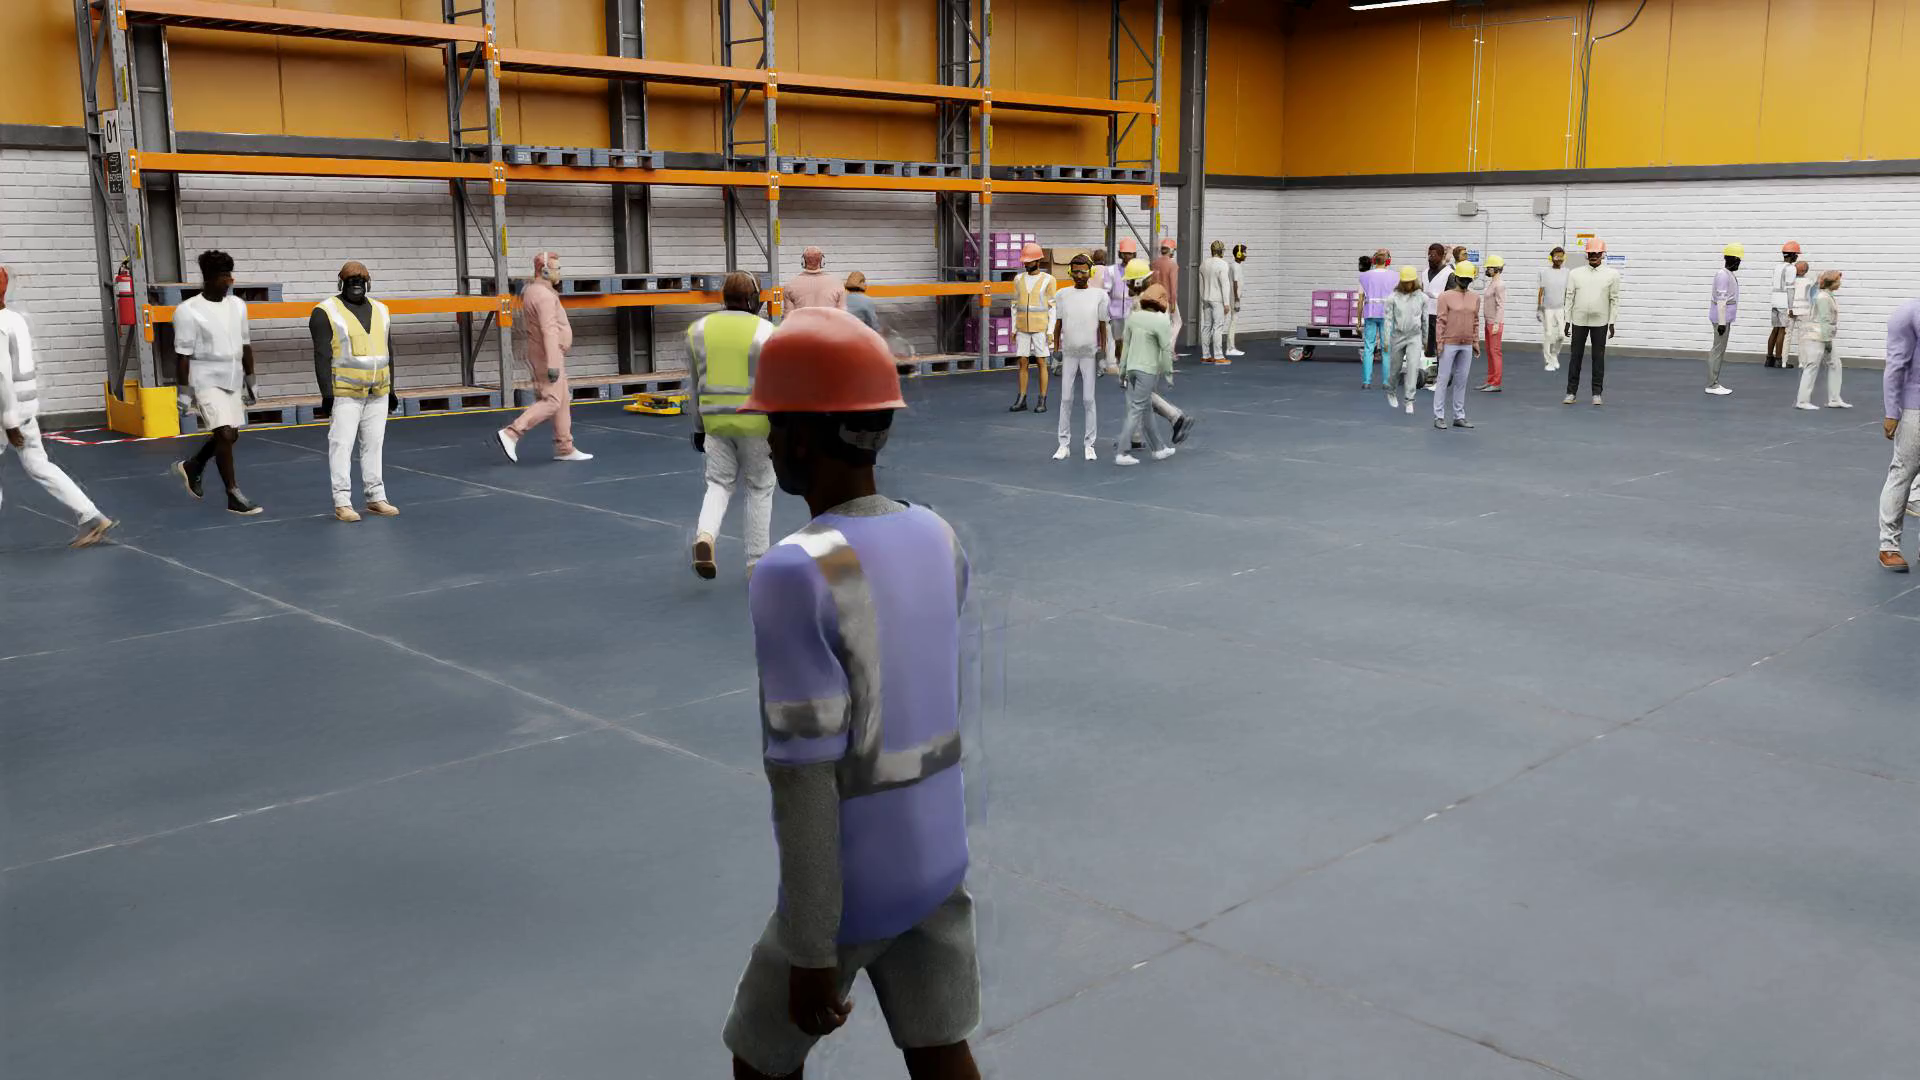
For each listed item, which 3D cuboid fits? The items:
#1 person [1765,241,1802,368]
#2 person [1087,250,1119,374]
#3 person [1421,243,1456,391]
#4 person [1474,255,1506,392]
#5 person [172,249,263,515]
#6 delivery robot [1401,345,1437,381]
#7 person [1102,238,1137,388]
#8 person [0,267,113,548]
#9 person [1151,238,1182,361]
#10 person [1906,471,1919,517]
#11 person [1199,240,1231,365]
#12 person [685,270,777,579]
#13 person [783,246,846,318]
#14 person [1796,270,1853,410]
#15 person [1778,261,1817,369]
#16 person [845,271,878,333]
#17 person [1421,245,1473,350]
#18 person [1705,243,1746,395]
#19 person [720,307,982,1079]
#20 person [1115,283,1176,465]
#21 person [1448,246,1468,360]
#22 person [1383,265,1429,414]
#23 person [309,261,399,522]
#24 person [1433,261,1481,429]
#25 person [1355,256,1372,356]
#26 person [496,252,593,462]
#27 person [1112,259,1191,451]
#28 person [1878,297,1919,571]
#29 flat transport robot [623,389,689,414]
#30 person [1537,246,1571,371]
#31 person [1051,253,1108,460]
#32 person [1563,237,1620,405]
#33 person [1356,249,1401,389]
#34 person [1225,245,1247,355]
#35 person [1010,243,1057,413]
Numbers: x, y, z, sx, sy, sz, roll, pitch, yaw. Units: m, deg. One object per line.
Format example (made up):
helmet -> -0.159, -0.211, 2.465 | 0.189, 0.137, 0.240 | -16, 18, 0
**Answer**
person -> 12.600, -3.582, 25.387 | 0.386, 1.929, 0.545 | 0, 10, 1
person -> 2.058, -3.302, 24.188 | 0.644, 1.805, 0.833 | 7, 12, 33
person -> 6.233, -2.916, 21.784 | 0.376, 1.915, 0.600 | -5, 11, -25
person -> 6.898, -2.802, 21.576 | 0.311, 1.768, 0.533 | 1, 10, 4
person -> -5.506, -1.154, 12.168 | 0.869, 1.928, 0.669 | 5, 11, 23
delivery robot -> 6.171, -2.361, 22.217 | 0.477, 0.478, 0.707 | -4, 11, -20
person -> 2.227, -3.063, 22.396 | 0.611, 2.000, 1.045 | 2, 11, 13
person -> -5.997, -0.822, 10.586 | 0.951, 1.846, 0.577 | -2, 11, -11
person -> 3.310, -3.838, 26.672 | 0.504, 1.964, 0.620 | -9, 14, -40
person -> 7.117, -1.104, 11.988 | 0.573, 1.887, 0.355 | -3, 11, -17
person -> 4.007, -3.720, 26.108 | 0.371, 1.941, 0.627 | -7, 12, -32
person -> -1.300, -0.644, 9.642 | 0.632, 1.826, 0.657 | 3, 11, 14
person -> -1.455, -1.989, 16.746 | 0.642, 1.913, 0.409 | -1, 10, -7
person -> 10.074, -2.293, 19.204 | 0.689, 1.613, 0.536 | 7, 13, 34
person -> 12.707, -3.413, 25.254 | 0.523, 1.638, 0.310 | 7, 12, 33
person -> -1.181, -2.340, 19.509 | 0.535, 1.595, 0.807 | 5, 11, 25
person -> 8.116, -4.022, 28.015 | 1.008, 1.848, 0.651 | 0, 10, -1
person -> 9.773, -2.819, 21.233 | 0.375, 1.921, 0.594 | 6, 12, 29
person -> -0.247, 0.552, 2.927 | 0.930, 1.891, 0.568 | 7, 12, 32
person -> 1.687, -1.470, 14.758 | 0.796, 1.585, 0.516 | -7, 12, -33
person -> 8.105, -3.864, 27.145 | 0.514, 1.846, 0.339 | -6, 12, -28
person -> 5.141, -2.332, 19.210 | 0.503, 1.696, 0.828 | 2, 11, 9
person -> -4.286, -1.060, 11.876 | 0.430, 1.841, 0.623 | 8, 13, 36
person -> 5.230, -2.041, 17.448 | 0.524, 1.759, 0.328 | -3, 11, -17
person -> 6.783, -3.910, 27.852 | 0.383, 1.683, 0.570 | 6, 12, 31
person -> -3.712, -1.606, 14.747 | 0.775, 1.880, 0.646 | -4, 11, -21
person -> 1.794, -1.719, 15.562 | 0.625, 1.803, 0.584 | 4, 11, 19
person -> 5.870, -0.767, 10.013 | 0.630, 1.936, 0.369 | 0, 10, 0
flat transport robot -> -3.108, -1.616, 19.186 | 0.652, 0.197, 1.431 | 9, 14, 41
person -> 8.851, -3.438, 24.814 | 0.522, 1.851, 0.390 | 0, 10, 2
person -> 1.076, -1.648, 15.019 | 0.508, 1.865, 0.329 | 2, 11, 10
person -> 7.560, -2.619, 19.950 | 0.611, 1.995, 0.375 | 5, 11, 24
person -> 5.510, -2.900, 21.889 | 0.570, 1.843, 0.372 | 3, 11, 18
person -> 4.674, -4.052, 28.143 | 0.337, 1.861, 0.517 | 2, 11, 10
person -> 0.825, -2.418, 19.038 | 0.542, 1.928, 0.374 | 5, 11, 24
